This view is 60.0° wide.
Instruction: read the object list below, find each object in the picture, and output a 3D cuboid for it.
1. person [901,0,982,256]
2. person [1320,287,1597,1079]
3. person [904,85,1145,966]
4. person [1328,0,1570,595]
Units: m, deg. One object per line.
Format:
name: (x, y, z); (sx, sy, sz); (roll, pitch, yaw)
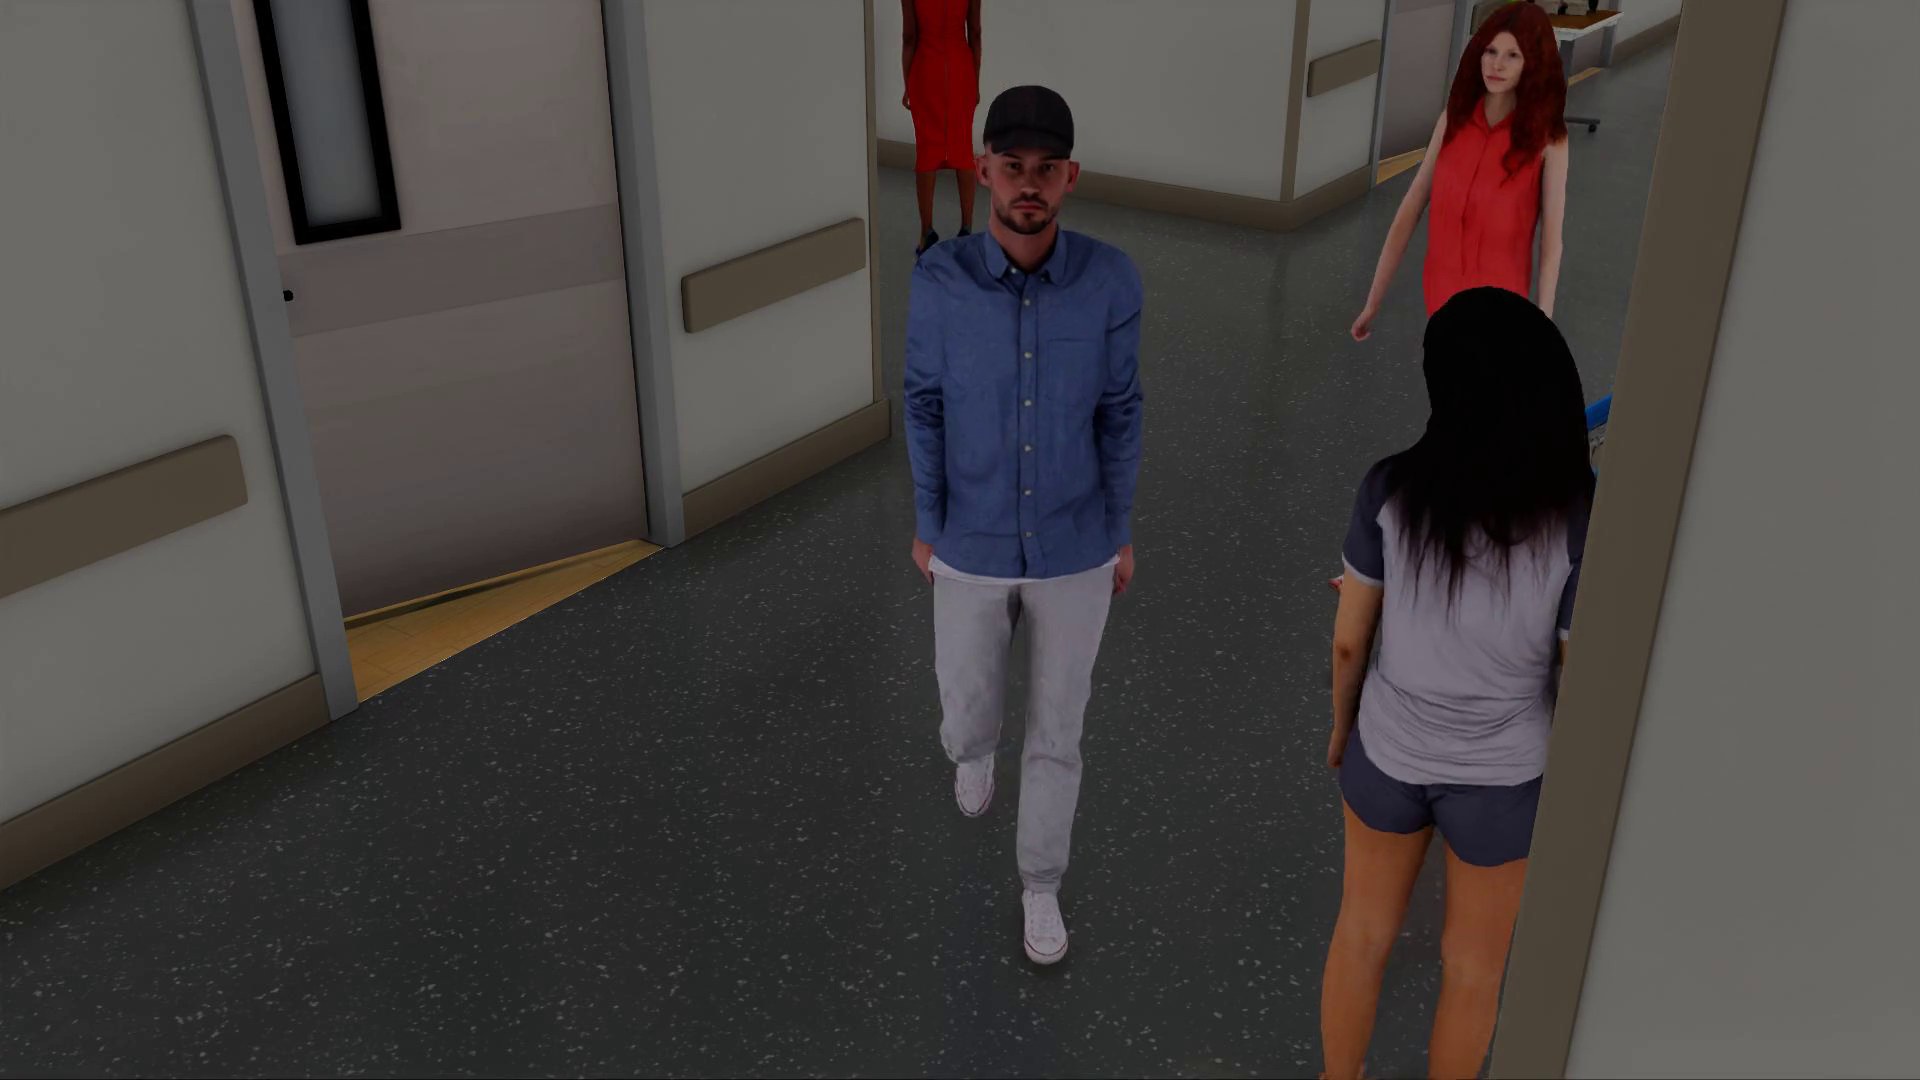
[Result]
person: (-0.090, -2.310, 8.471); (0.634, 1.741, 0.698); (-5, 26, -10)
person: (0.850, 0.394, 2.878); (0.636, 1.727, 0.575); (20, 32, 35)
person: (0.135, -0.030, 3.593); (0.935, 1.871, 1.043); (0, 26, 0)
person: (1.618, -0.684, 5.071); (1.255, 1.765, 0.880); (-17, 30, -31)
